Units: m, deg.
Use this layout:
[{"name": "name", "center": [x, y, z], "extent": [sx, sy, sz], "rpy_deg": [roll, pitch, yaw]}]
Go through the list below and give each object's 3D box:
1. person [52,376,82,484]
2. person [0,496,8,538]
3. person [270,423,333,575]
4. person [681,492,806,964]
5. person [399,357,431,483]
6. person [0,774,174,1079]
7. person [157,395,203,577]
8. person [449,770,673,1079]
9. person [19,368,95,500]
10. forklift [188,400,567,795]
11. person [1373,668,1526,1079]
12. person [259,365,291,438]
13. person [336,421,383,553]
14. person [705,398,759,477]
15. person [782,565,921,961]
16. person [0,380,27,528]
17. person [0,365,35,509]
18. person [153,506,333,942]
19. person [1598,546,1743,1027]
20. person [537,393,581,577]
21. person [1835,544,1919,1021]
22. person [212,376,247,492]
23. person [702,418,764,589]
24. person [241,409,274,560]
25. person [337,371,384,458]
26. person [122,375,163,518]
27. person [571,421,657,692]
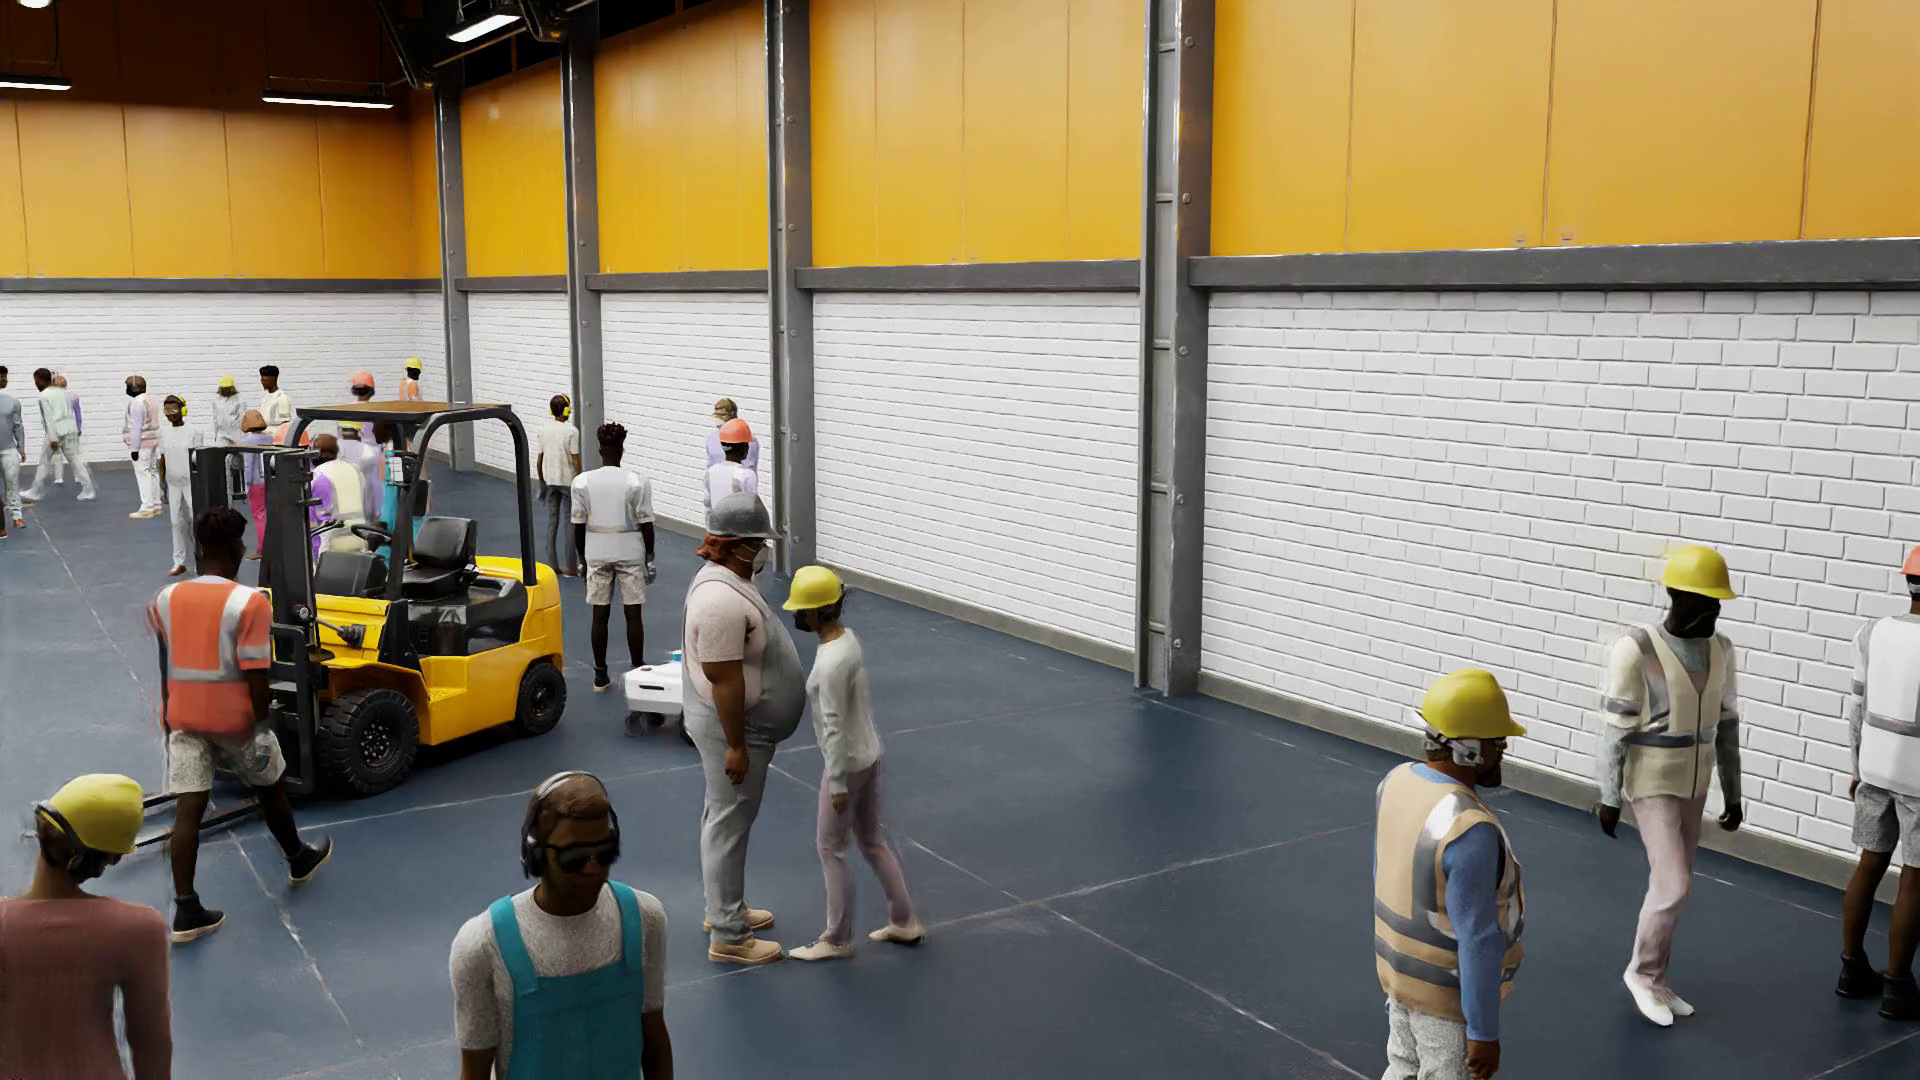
[{"name": "person", "center": [-13.563, -1.664, 25.165], "extent": [0.513, 1.641, 0.307], "rpy_deg": [-7, 11, -37]}, {"name": "person", "center": [-11.442, -0.935, 19.482], "extent": [0.535, 1.868, 0.309], "rpy_deg": [7, 11, 38]}, {"name": "person", "center": [-4.868, 0.103, 12.251], "extent": [0.543, 1.939, 0.360], "rpy_deg": [4, 9, 23]}, {"name": "person", "center": [-0.939, 0.792, 7.266], "extent": [0.536, 2.000, 0.688], "rpy_deg": [-1, 9, -10]}, {"name": "person", "center": [-8.269, -1.802, 25.162], "extent": [0.381, 1.919, 0.584], "rpy_deg": [-6, 10, -35]}, {"name": "person", "center": [-2.163, 1.436, 4.041], "extent": [0.626, 1.718, 0.346], "rpy_deg": [-7, 11, -38]}, {"name": "person", "center": [-7.910, -0.547, 16.925], "extent": [0.505, 1.857, 0.331], "rpy_deg": [1, 8, 5]}, {"name": "person", "center": [-0.881, 1.411, 3.778], "extent": [0.509, 1.841, 0.335], "rpy_deg": [-6, 10, -34]}, {"name": "person", "center": [-12.590, -1.463, 23.119], "extent": [1.047, 1.843, 0.615], "rpy_deg": [0, 8, 2]}, {"name": "forklift", "center": [-3.529, 0.258, 10.348], "extent": [1.214, 2.155, 2.313], "rpy_deg": [4, 9, 25]}, {"name": "person", "center": [1.399, 1.266, 4.771], "extent": [0.404, 1.829, 0.600], "rpy_deg": [-1, 9, -9]}, {"name": "person", "center": [-8.956, -1.320, 21.792], "extent": [0.374, 1.958, 0.606], "rpy_deg": [-8, 12, -44]}, {"name": "person", "center": [-5.676, -0.318, 15.521], "extent": [0.602, 1.809, 0.700], "rpy_deg": [-1, 8, -5]}, {"name": "person", "center": [-2.104, -0.349, 15.358], "extent": [0.622, 1.932, 0.385], "rpy_deg": [6, 10, 35]}, {"name": "person", "center": [-0.463, 0.961, 7.182], "extent": [0.569, 1.736, 0.535], "rpy_deg": [1, 8, 6]}, {"name": "person", "center": [-11.738, -1.077, 20.267], "extent": [0.632, 1.928, 0.392], "rpy_deg": [-8, 11, -41]}, {"name": "person", "center": [-12.752, -1.364, 22.129], "extent": [0.558, 1.941, 0.702], "rpy_deg": [-2, 9, -13]}, {"name": "person", "center": [-3.363, 0.795, 7.672], "extent": [0.599, 1.899, 1.039], "rpy_deg": [1, 9, 9]}, {"name": "person", "center": [2.832, 0.968, 6.525], "extent": [0.608, 1.906, 0.513], "rpy_deg": [-4, 9, -24]}, {"name": "person", "center": [-4.045, -0.550, 16.898], "extent": [0.530, 1.866, 0.321], "rpy_deg": [3, 9, 21]}, {"name": "person", "center": [3.825, 0.945, 6.664], "extent": [0.419, 1.920, 0.542], "rpy_deg": [-3, 9, -19]}, {"name": "person", "center": [-10.479, -1.494, 23.808], "extent": [0.494, 1.694, 0.881], "rpy_deg": [-1, 8, -3]}, {"name": "person", "center": [-1.692, 0.048, 12.624], "extent": [0.542, 1.938, 0.358], "rpy_deg": [6, 11, 37]}, {"name": "person", "center": [-7.579, -0.593, 17.980], "extent": [0.273, 1.629, 0.509], "rpy_deg": [2, 9, 13]}, {"name": "person", "center": [-6.586, -0.870, 18.570], "extent": [0.608, 2.000, 1.017], "rpy_deg": [1, 8, 4]}, {"name": "person", "center": [-10.528, -1.201, 21.398], "extent": [0.429, 1.835, 0.626], "rpy_deg": [-1, 9, -8]}, {"name": "person", "center": [-2.486, 0.126, 12.013], "extent": [0.603, 1.964, 0.367], "rpy_deg": [0, 8, 2]}]
